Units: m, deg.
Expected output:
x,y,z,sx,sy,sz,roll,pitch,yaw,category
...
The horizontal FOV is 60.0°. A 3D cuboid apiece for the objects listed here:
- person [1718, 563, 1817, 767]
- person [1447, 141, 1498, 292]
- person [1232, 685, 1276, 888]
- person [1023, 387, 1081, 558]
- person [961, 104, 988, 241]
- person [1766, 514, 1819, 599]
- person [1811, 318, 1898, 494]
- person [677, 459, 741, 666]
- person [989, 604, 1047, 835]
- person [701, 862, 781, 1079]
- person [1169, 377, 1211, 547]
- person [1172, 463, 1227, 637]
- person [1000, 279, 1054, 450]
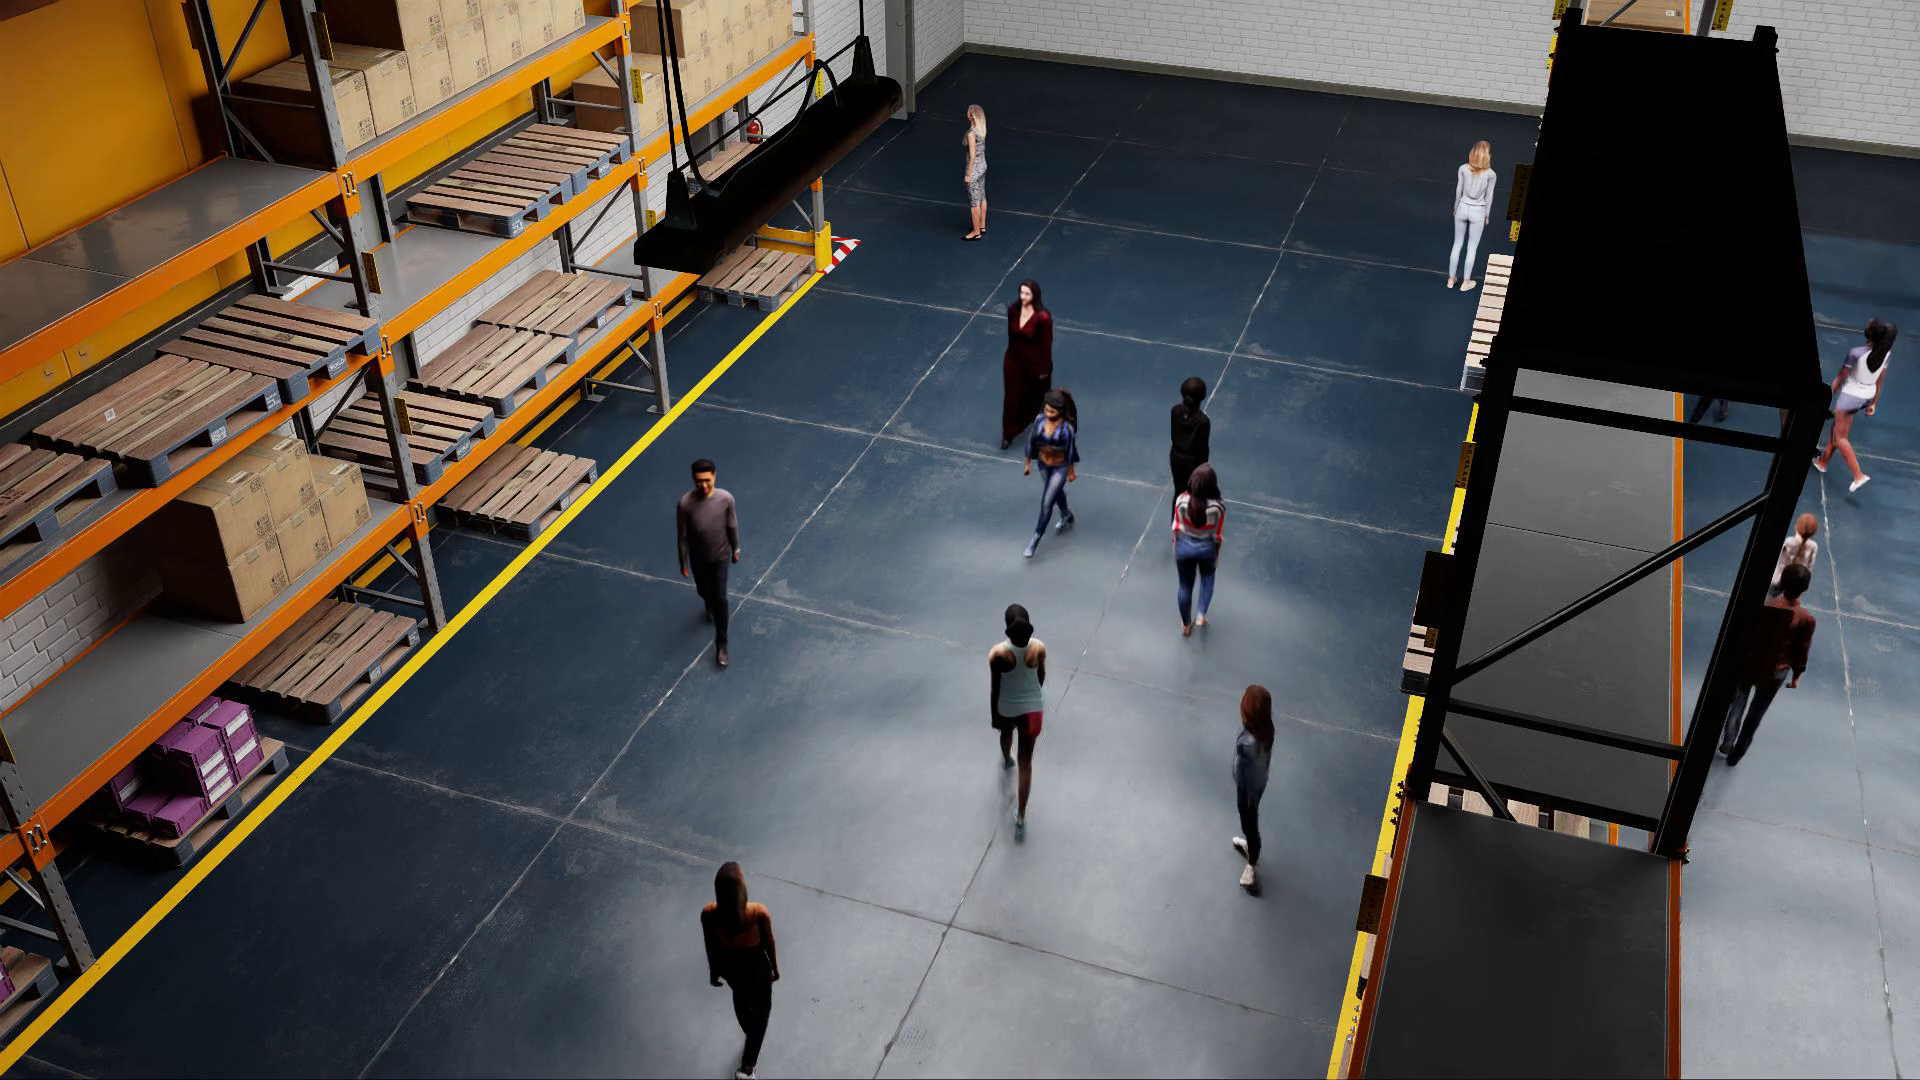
x,y,z,sx,sy,sz,roll,pitch,yaw,category
5.870,0.984,12.202,0.759,1.769,0.748,23,40,30,person
5.939,-3.776,19.339,0.638,1.796,0.596,21,39,28,person
2.031,1.687,11.425,0.801,1.458,0.470,3,34,4,person
0.871,-0.660,14.857,0.849,1.568,1.144,23,40,31,person
0.203,-4.561,20.603,0.635,1.705,0.430,13,36,19,person
6.825,0.325,13.720,0.531,1.186,0.658,7,34,11,person
8.443,-1.248,15.626,1.011,1.697,1.148,-9,35,-13,person
-2.055,0.088,13.583,0.991,1.734,1.216,0,34,1,person
0.431,1.288,11.805,0.889,1.702,1.279,-1,34,-2,person
-1.297,2.601,9.908,0.730,1.616,1.017,3,34,4,person
1.978,-0.656,14.770,0.667,1.657,0.668,26,41,33,person
1.932,0.122,13.650,0.631,1.603,0.603,6,34,9,person
0.734,-1.779,16.407,0.800,1.715,1.117,19,38,26,person
